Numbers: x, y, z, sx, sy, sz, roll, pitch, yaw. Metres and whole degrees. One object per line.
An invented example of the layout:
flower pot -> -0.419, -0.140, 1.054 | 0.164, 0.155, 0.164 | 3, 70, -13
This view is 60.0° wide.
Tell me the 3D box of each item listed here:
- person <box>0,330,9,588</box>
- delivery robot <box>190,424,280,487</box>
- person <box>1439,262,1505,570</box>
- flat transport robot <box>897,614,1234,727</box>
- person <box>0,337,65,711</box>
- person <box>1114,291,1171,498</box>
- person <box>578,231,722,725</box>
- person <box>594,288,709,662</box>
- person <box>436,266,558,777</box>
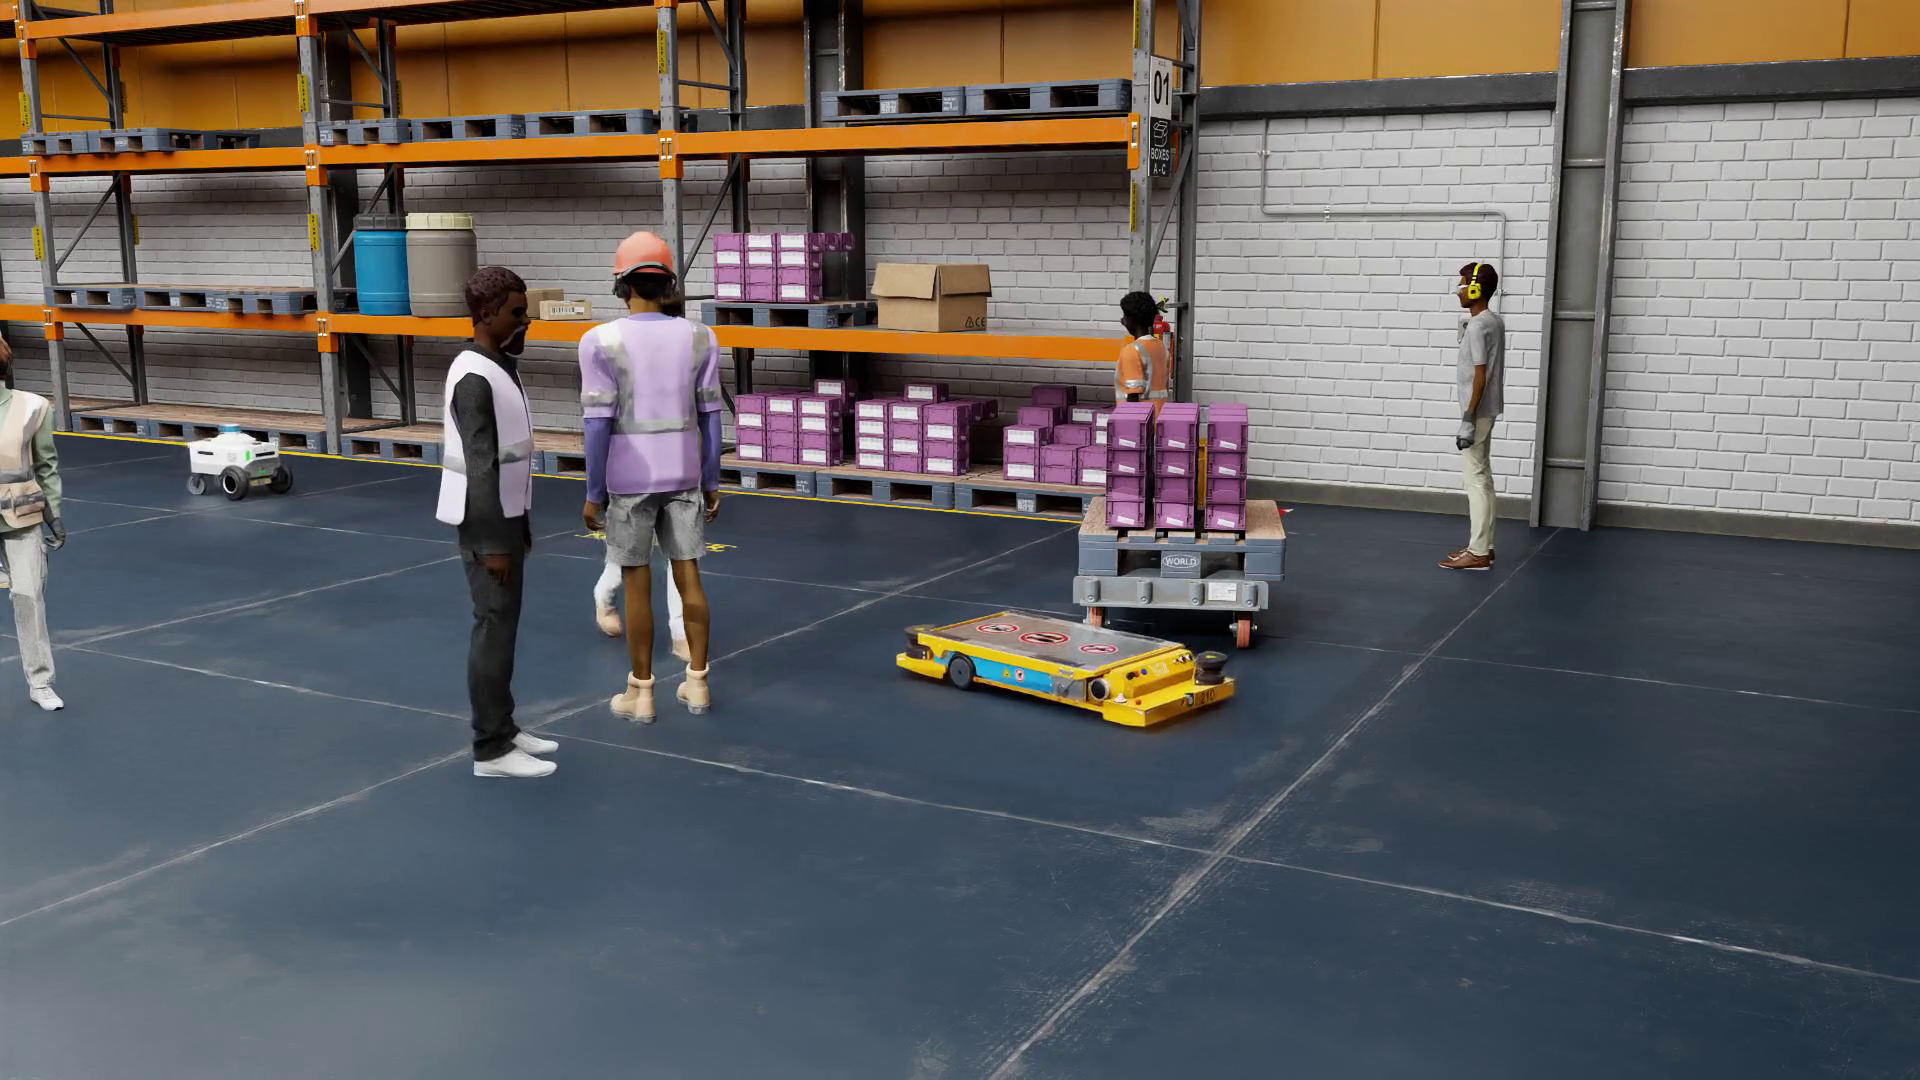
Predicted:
person -> -5.671, -0.628, 9.445 | 0.337, 1.882, 0.585 | 6, 12, 29
delivery robot -> -5.684, -0.663, 13.027 | 0.707, 0.478, 0.477 | 5, 12, 27
person -> 3.142, -0.748, 10.145 | 0.317, 1.870, 0.523 | 6, 12, 29
flat transport robot -> 0.448, 0.543, 7.448 | 1.431, 0.197, 0.652 | 9, 14, 42
person -> -4.058, -0.060, 7.009 | 0.512, 1.639, 0.311 | -8, 13, -37
person -> 1.116, -0.677, 10.233 | 0.319, 1.692, 0.538 | 6, 12, 29
person -> -1.298, -0.255, 6.967 | 0.614, 2.039, 0.390 | -7, 12, -32
person -> -1.499, -0.330, 8.019 | 0.632, 1.823, 0.679 | -7, 13, -35
person -> -1.752, -0.059, 6.253 | 0.400, 1.915, 0.600 | -2, 10, -8
